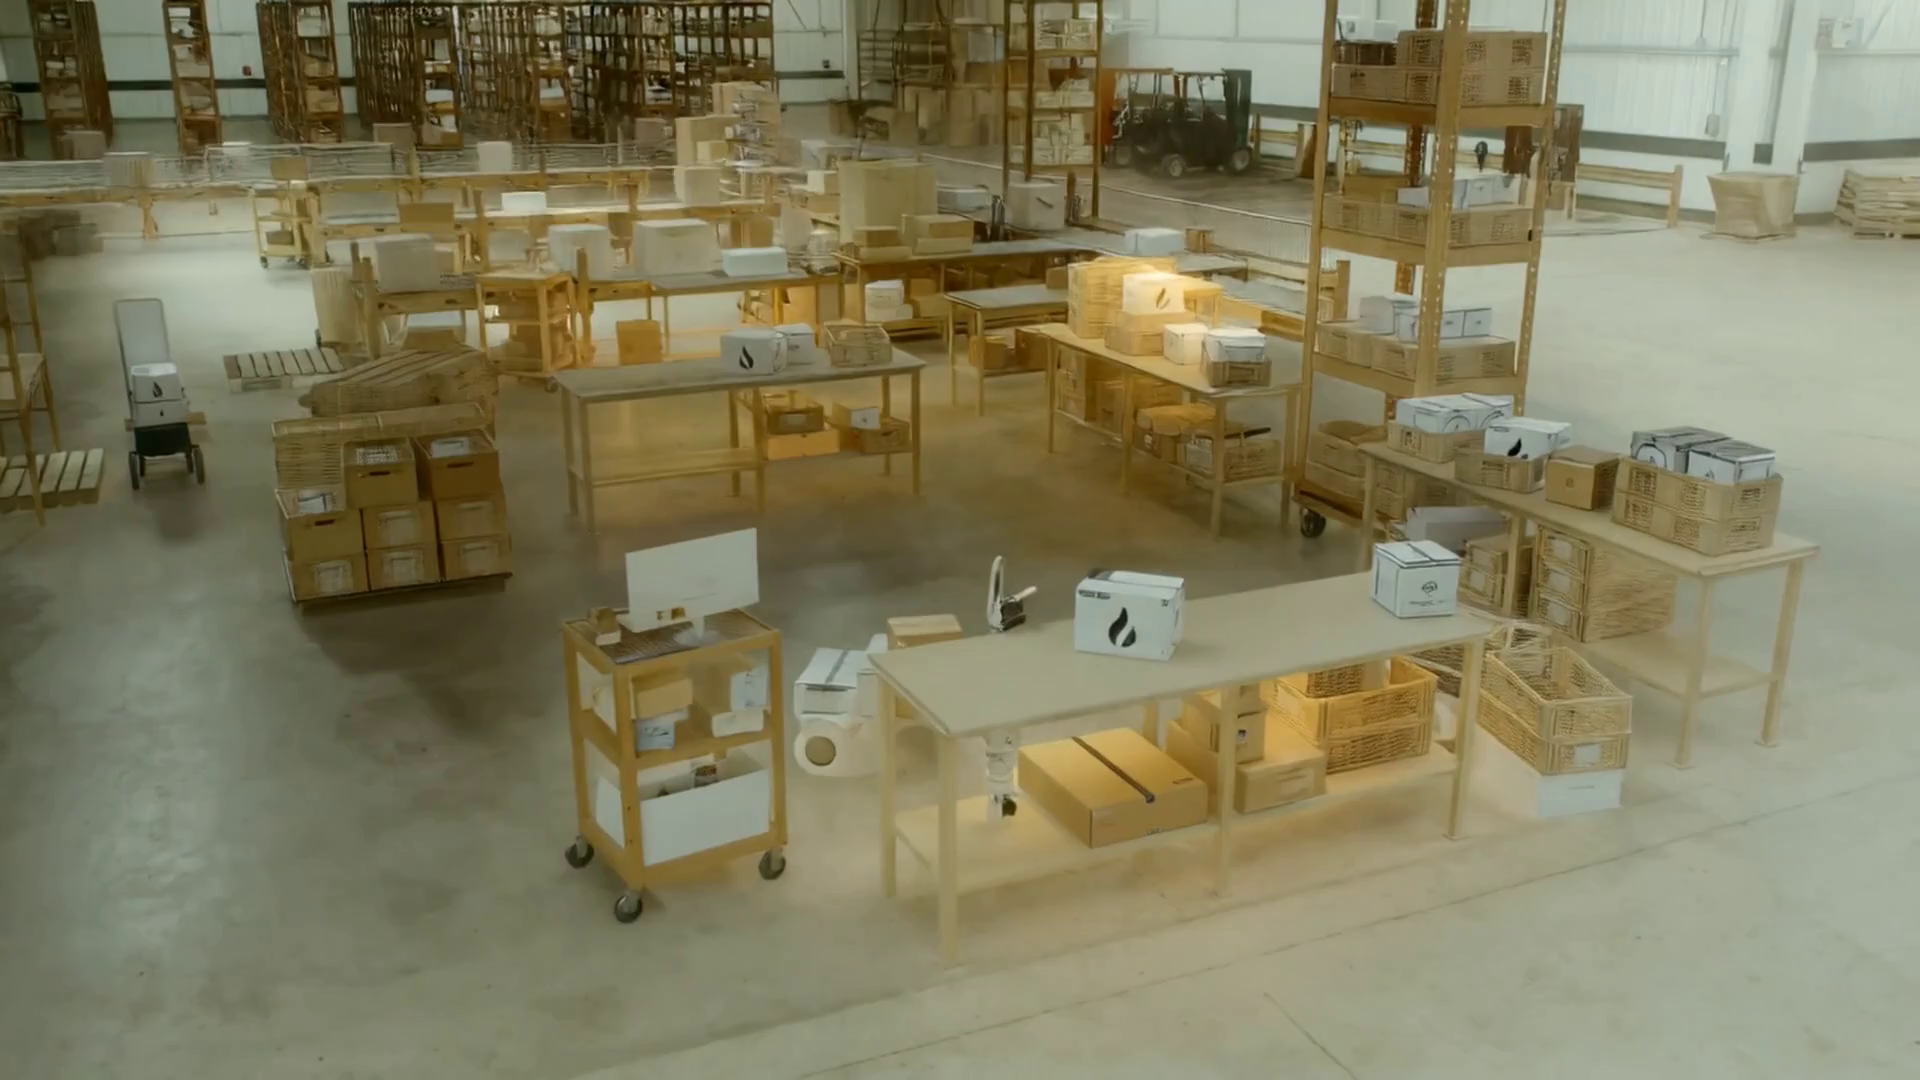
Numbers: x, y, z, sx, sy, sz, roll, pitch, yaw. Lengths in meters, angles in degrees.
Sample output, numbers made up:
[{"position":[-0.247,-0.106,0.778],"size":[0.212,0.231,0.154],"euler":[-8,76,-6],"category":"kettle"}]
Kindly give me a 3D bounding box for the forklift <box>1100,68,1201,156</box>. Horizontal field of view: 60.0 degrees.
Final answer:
[{"position":[4.082,-9.564,37.410],"size":[2.680,1.987,1.157],"euler":[-8,19,-23],"category":"forklift"}]

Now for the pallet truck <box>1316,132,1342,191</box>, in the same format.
[{"position":[7.723,-7.504,32.656],"size":[1.601,1.201,0.680],"euler":[-8,19,-23],"category":"pallet truck"}]

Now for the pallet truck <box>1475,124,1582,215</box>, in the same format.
[{"position":[9.707,-6.455,28.103],"size":[1.885,1.965,0.823],"euler":[-7,19,-20],"category":"pallet truck"}]

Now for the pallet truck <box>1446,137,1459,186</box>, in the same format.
[{"position":[9.184,-6.485,29.328],"size":[1.630,1.274,0.653],"euler":[-8,19,-23],"category":"pallet truck"}]

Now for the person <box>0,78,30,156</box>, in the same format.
[{"position":[-22.982,-10.256,40.342],"size":[0.601,1.830,0.404],"euler":[-2,18,-5],"category":"person"}]

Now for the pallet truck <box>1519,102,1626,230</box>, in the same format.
[{"position":[9.972,-6.037,26.785],"size":[1.885,1.965,0.823],"euler":[-9,20,-25],"category":"pallet truck"}]

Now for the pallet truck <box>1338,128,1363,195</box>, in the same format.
[{"position":[7.845,-7.140,31.411],"size":[1.522,1.261,0.704],"euler":[-9,20,-25],"category":"pallet truck"}]

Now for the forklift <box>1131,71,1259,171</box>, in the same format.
[{"position":[4.998,-8.936,35.413],"size":[2.680,1.987,1.157],"euler":[-9,20,-25],"category":"forklift"}]
